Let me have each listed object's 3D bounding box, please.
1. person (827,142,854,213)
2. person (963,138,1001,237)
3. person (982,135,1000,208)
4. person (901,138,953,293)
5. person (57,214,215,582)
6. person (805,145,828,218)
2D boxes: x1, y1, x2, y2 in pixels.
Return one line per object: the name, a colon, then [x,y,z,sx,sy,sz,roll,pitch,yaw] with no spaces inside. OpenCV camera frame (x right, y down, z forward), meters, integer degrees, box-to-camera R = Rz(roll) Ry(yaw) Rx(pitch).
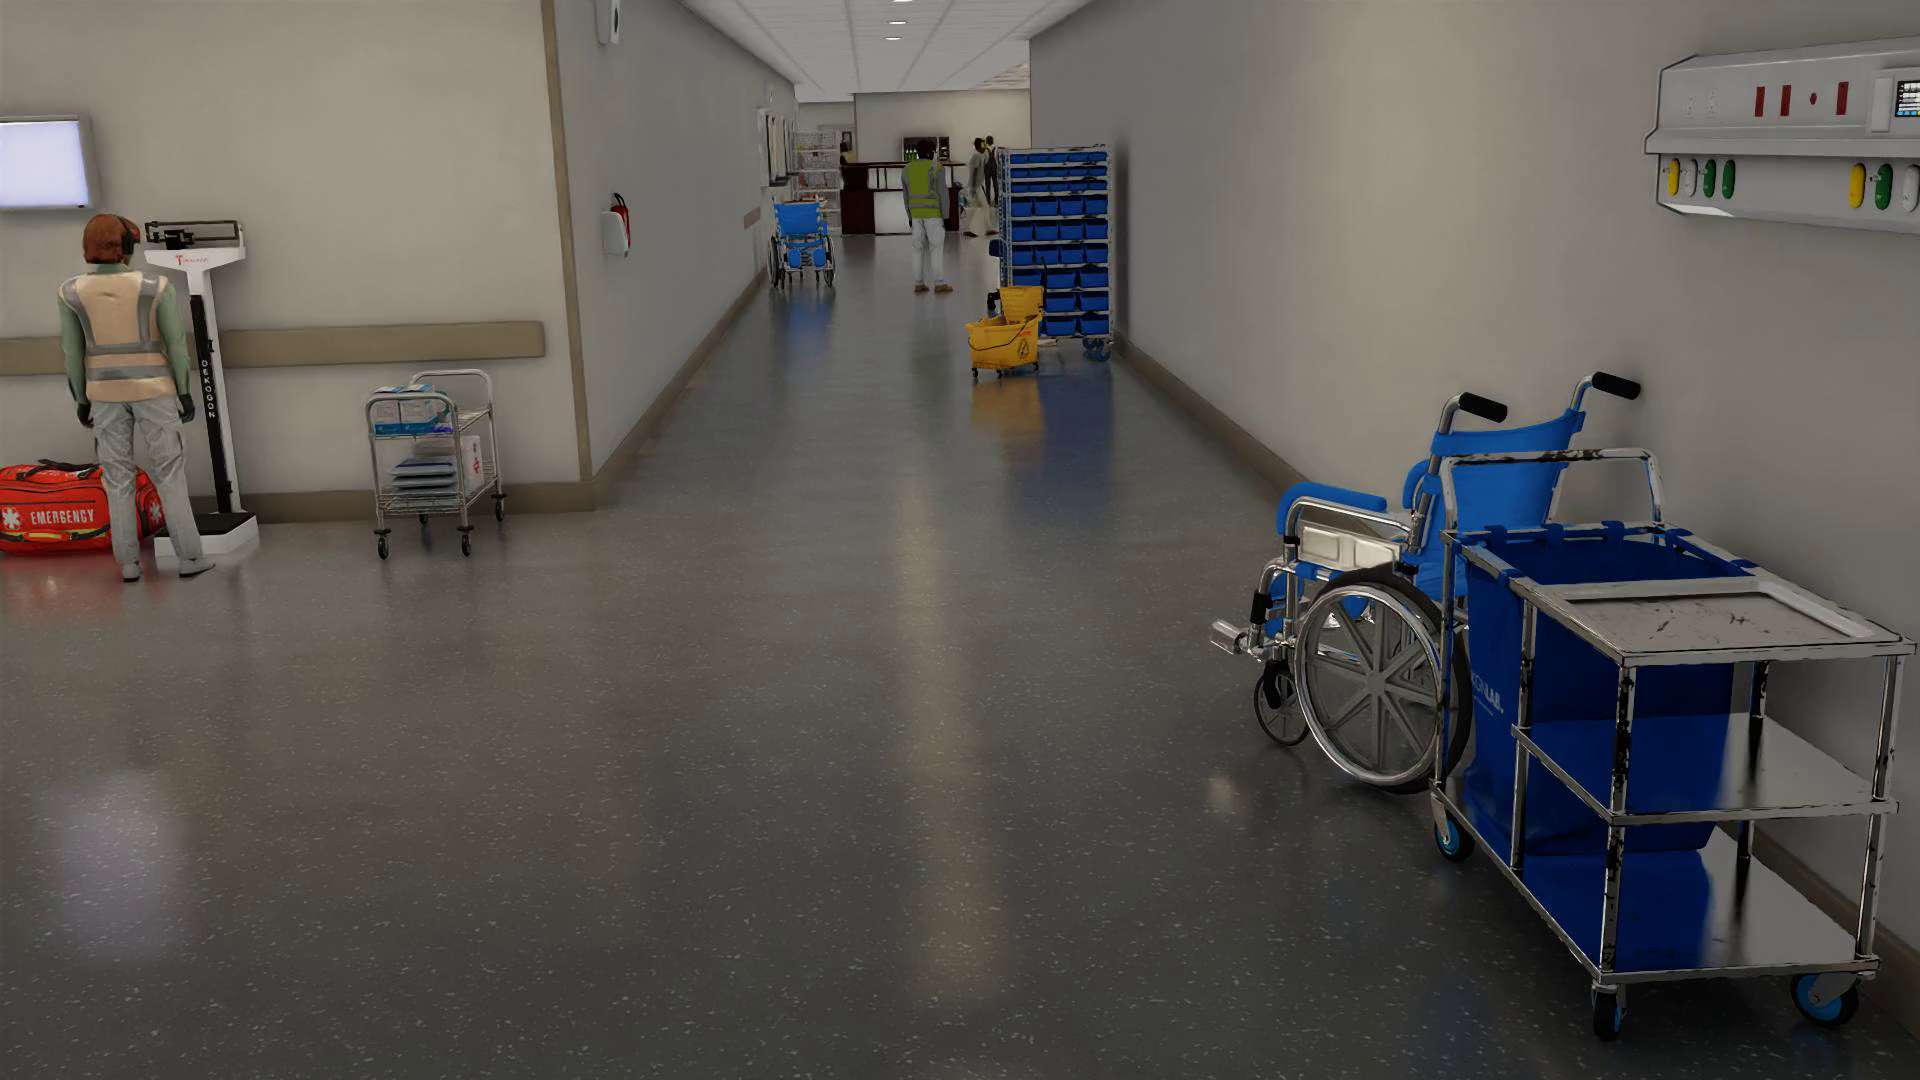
person: [-2.896,-9.210,42.323,0.993,1.787,0.627,5,15,24]
person: [0.392,-6.549,30.937,0.809,1.804,0.602,-4,14,-12]
person: [0.788,-9.486,42.880,0.504,1.847,0.344,-5,14,-15]
person: [-0.383,-3.922,20.165,0.627,1.844,0.429,7,16,30]
person: [-3.684,-0.622,7.415,0.515,1.639,0.314,-4,14,-8]
person: [-3.474,-8.700,40.373,0.563,1.742,0.361,-2,14,-3]
